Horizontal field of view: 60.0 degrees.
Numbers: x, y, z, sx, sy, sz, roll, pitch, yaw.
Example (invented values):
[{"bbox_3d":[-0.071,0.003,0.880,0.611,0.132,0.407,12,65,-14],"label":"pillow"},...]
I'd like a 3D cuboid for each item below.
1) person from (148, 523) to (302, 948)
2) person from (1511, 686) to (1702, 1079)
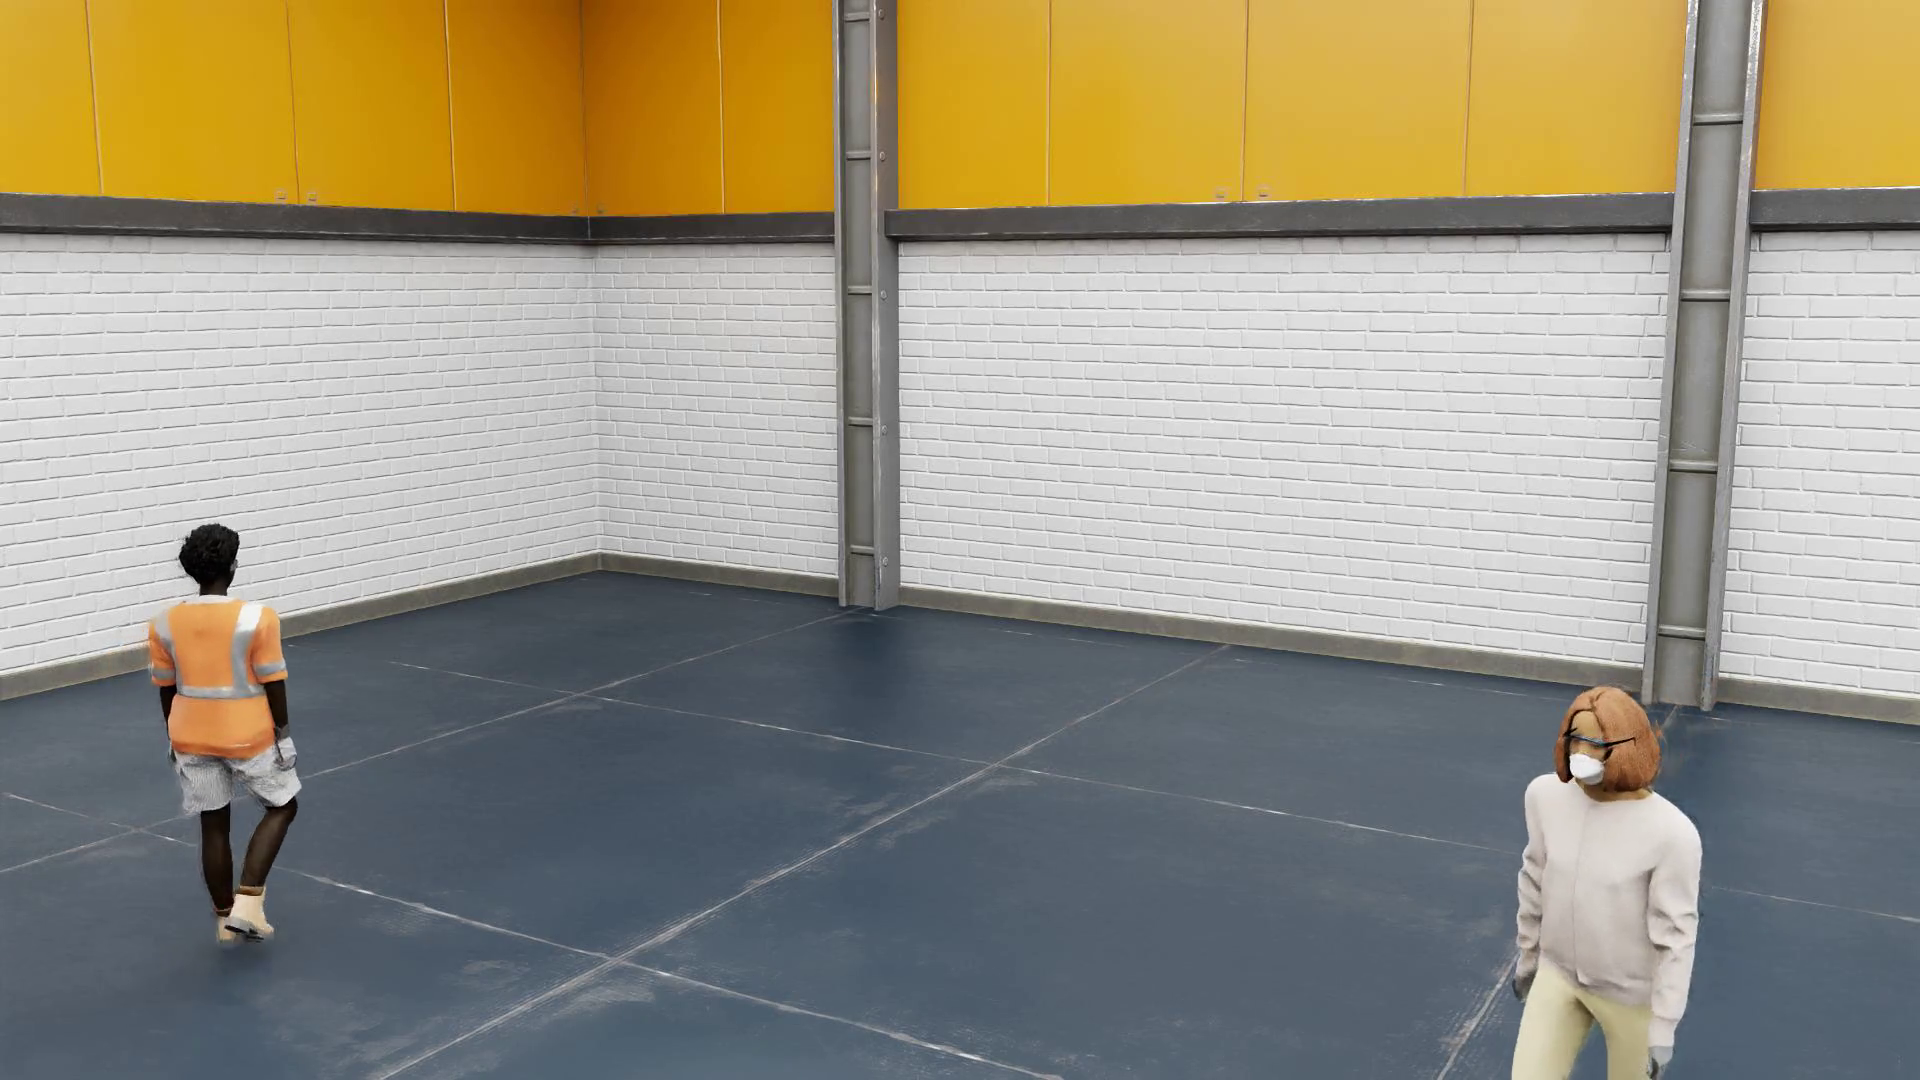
[{"bbox_3d":[-2.855,0.770,6.473,0.552,1.687,0.349,1,9,4],"label":"person"},{"bbox_3d":[1.554,1.174,4.215,0.752,1.600,0.523,-7,12,-38],"label":"person"}]
